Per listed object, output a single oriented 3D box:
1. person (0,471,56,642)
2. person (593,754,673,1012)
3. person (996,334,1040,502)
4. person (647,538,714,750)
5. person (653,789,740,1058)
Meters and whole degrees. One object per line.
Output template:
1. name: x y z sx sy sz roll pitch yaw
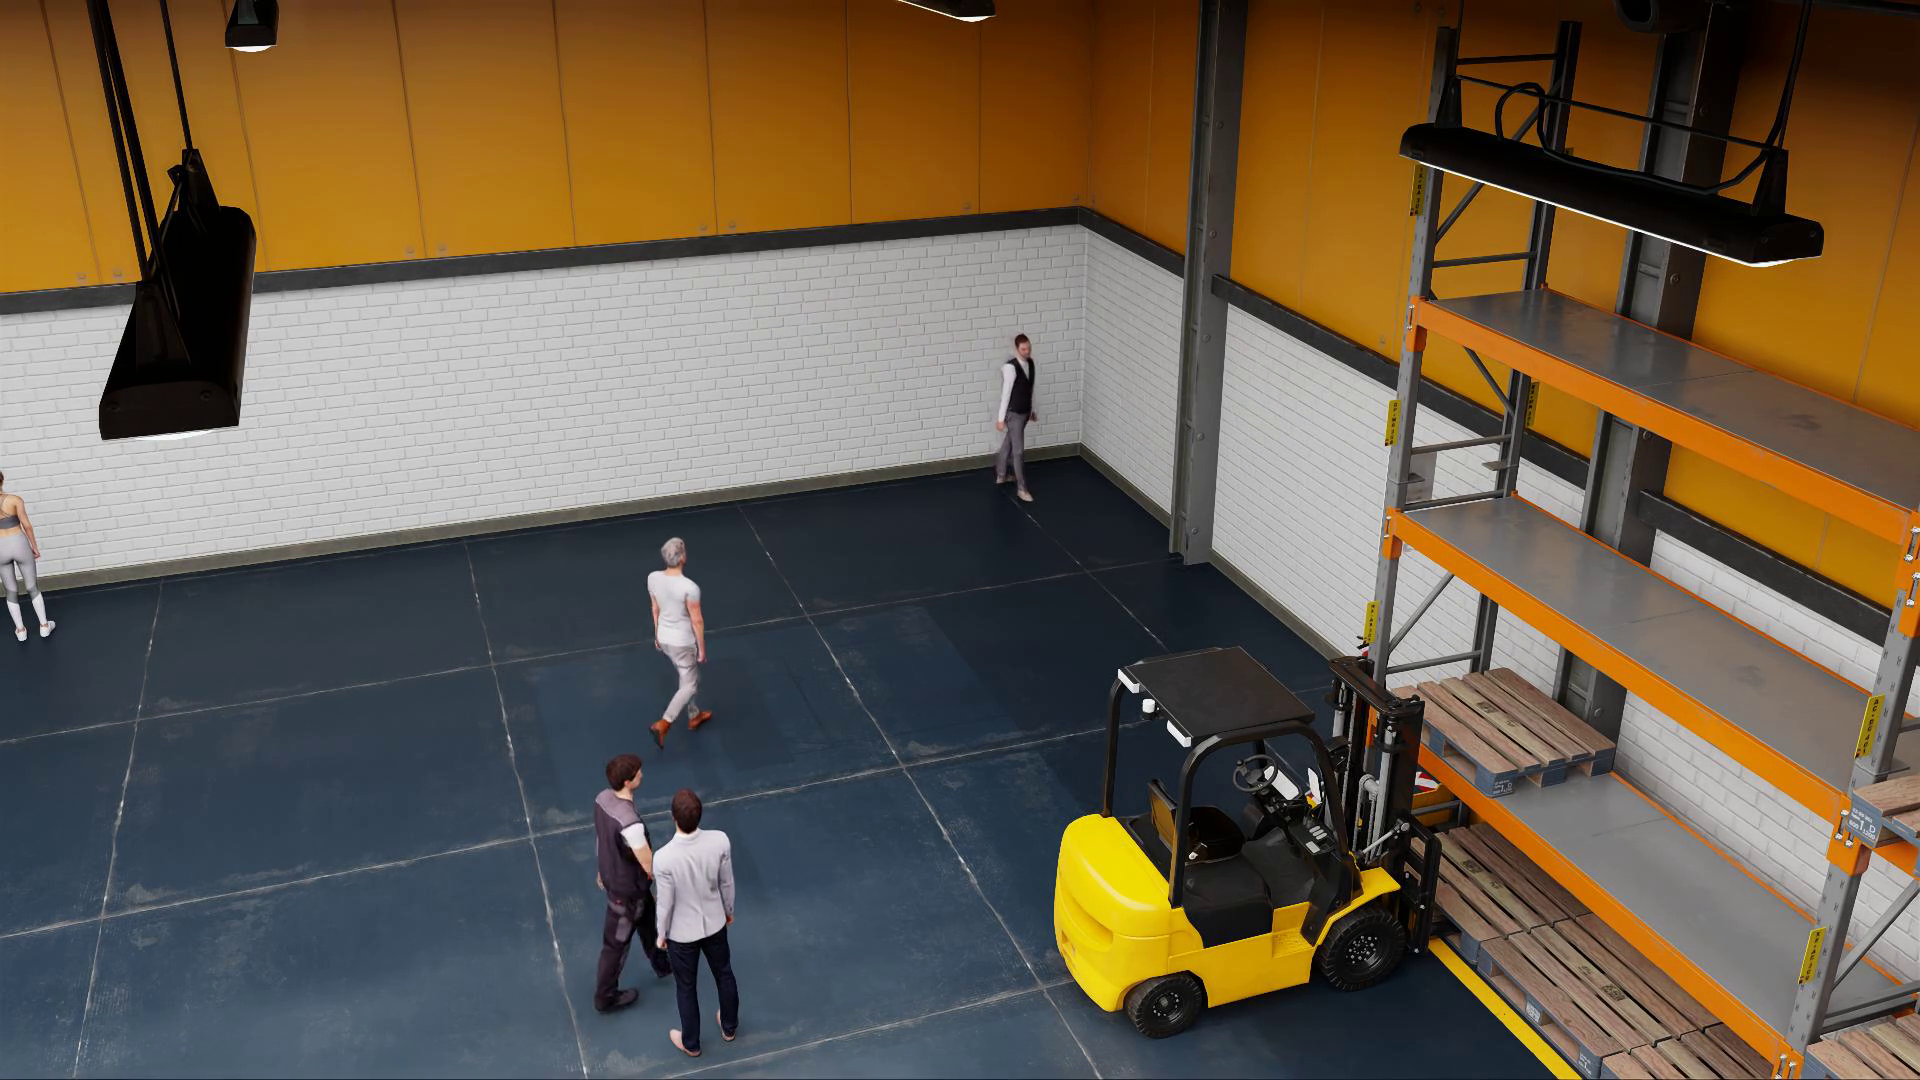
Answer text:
1. person: -8.881 0.122 15.581 0.574 1.702 0.523 -10 25 -21
2. person: -2.228 2.230 10.614 0.800 1.820 0.956 -13 27 -27
3. person: 0.606 -1.446 18.919 1.100 1.902 1.024 12 26 25
4. person: -2.364 0.875 13.723 1.144 1.811 1.139 15 28 30
5. person: -1.629 2.358 10.279 0.728 1.853 0.657 -15 28 -30
